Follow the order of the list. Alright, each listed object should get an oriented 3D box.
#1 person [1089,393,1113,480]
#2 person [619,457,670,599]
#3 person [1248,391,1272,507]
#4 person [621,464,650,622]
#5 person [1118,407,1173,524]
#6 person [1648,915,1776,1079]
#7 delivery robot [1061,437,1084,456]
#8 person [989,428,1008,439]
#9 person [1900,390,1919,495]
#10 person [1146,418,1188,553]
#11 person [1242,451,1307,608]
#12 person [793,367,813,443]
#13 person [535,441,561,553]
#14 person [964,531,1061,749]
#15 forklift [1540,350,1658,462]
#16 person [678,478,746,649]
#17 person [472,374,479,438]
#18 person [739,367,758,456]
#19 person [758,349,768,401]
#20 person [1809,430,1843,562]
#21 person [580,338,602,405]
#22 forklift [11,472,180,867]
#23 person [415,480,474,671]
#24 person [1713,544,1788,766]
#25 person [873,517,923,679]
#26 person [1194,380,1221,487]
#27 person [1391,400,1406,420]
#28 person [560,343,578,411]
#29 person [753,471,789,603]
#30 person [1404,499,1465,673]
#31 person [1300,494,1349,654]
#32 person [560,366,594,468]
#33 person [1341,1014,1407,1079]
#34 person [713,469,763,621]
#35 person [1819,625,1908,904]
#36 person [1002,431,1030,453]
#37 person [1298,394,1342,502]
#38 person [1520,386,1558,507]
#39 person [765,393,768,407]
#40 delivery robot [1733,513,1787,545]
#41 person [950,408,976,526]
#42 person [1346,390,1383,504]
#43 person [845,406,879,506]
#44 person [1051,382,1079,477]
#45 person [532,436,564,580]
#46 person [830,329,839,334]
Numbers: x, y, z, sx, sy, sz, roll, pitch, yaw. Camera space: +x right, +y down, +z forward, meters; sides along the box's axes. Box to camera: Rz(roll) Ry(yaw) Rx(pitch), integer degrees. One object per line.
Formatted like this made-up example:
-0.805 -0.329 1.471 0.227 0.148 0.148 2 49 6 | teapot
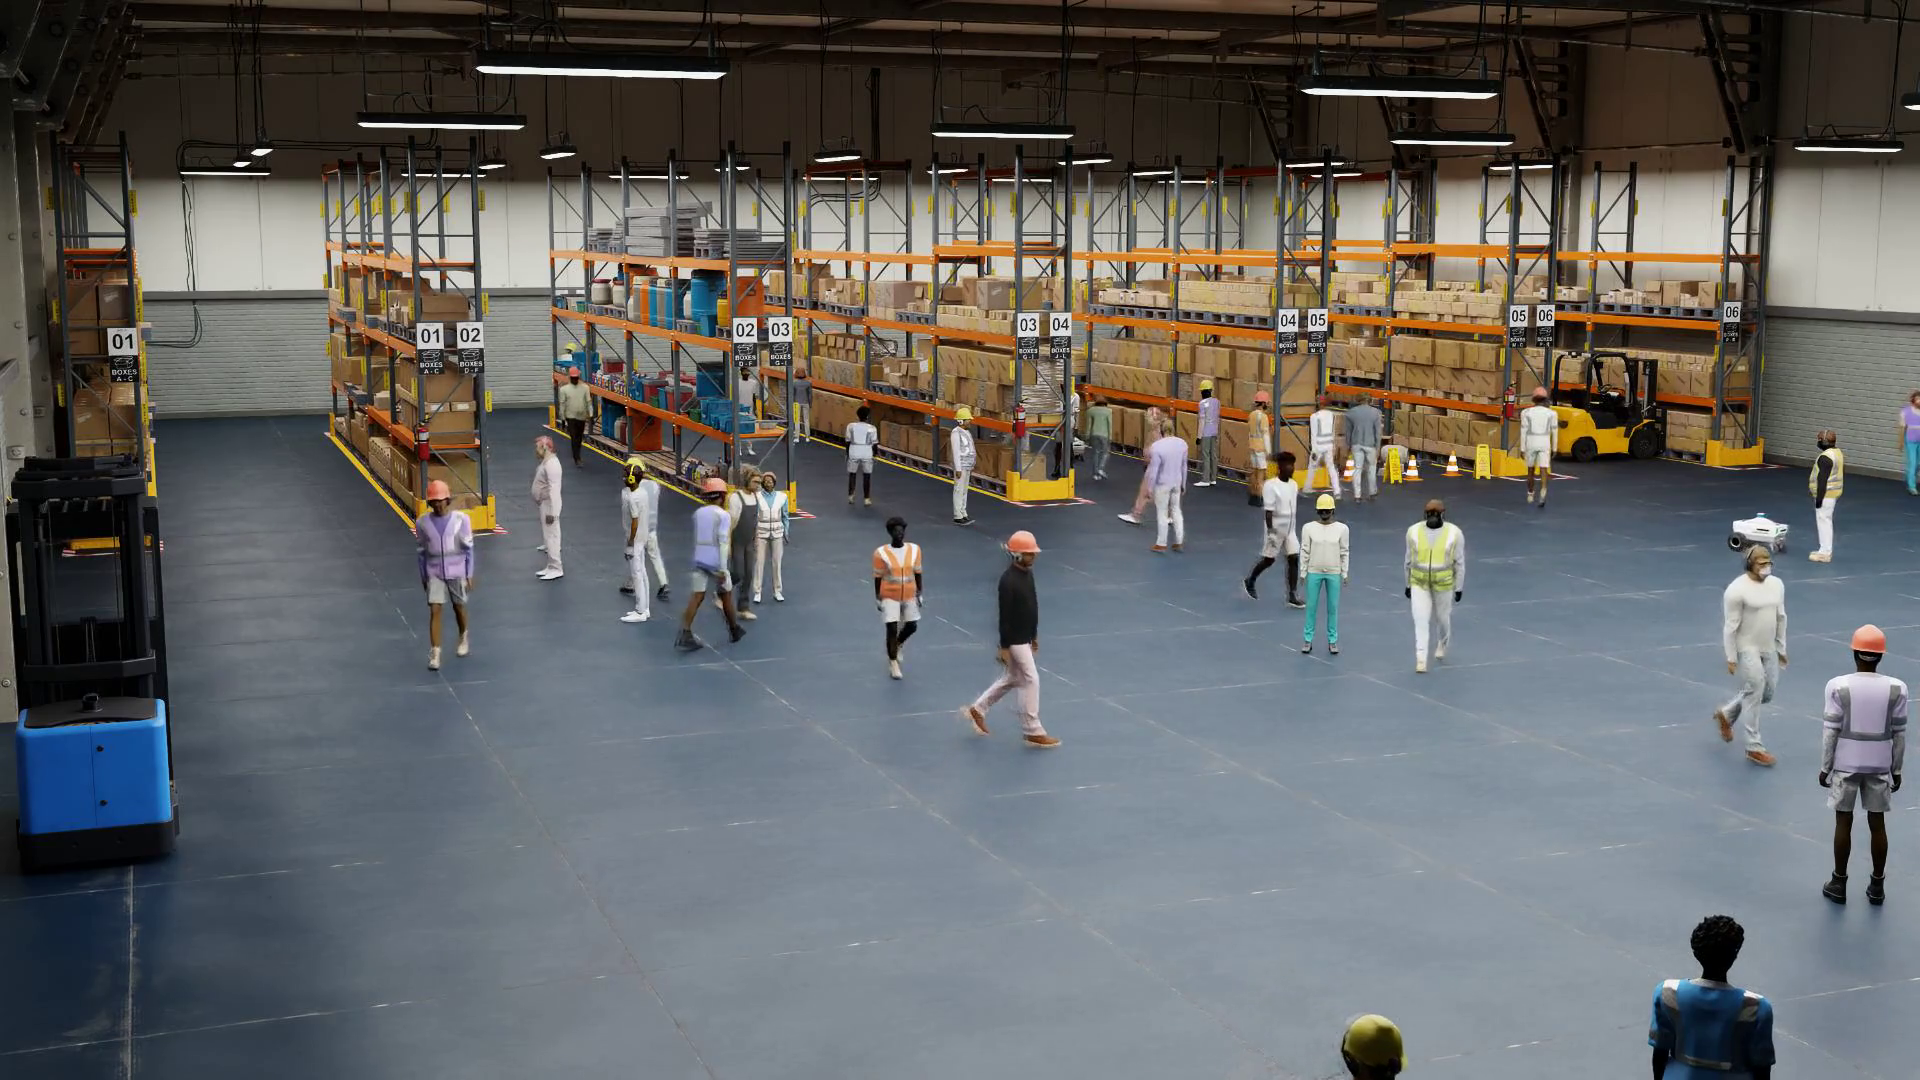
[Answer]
2.598 -1.917 38.676 0.506 1.618 0.336 4 10 27 | person
-3.986 -0.151 26.368 0.590 1.791 0.922 -7 11 -41 | person
5.038 -1.531 35.057 0.368 1.936 0.549 -3 9 -19 | person
-3.865 0.028 24.888 0.328 1.872 0.512 1 9 6 | person
3.024 -1.162 32.864 0.986 1.853 0.656 2 9 12 | person
3.284 2.471 9.174 0.533 1.697 0.319 5 10 30 | person
2.223 -1.903 41.955 0.477 0.478 0.707 -3 9 -18 | delivery robot
0.874 -3.201 46.299 0.652 1.904 0.403 3 9 19 | person
16.713 -1.713 36.619 0.591 1.828 0.527 0 9 -2 | person
2.989 -0.786 30.092 0.643 1.938 0.368 -5 10 -32 | person
3.910 -0.154 25.905 0.608 1.936 0.884 -6 10 -35 | person
-3.444 -2.926 45.366 0.508 1.632 0.272 -3 9 -16 | person
-5.926 -0.641 30.123 0.310 1.636 0.523 -5 10 -31 | person
0.467 0.873 18.973 0.914 1.966 0.621 3 9 20 | person
12.897 -2.725 42.309 2.313 2.155 1.214 -3 9 -21 | forklift
-2.764 0.261 23.319 0.587 1.874 1.021 6 10 34 | person
-10.366 -2.946 44.719 0.392 1.874 0.769 -5 10 -28 | person
-4.384 -2.657 42.797 0.535 1.868 0.309 -4 9 -24 | person
-5.191 -4.528 55.287 0.328 1.865 0.508 2 9 13 | person
12.143 -0.629 29.395 0.430 1.834 0.635 6 10 34 | person
-9.280 -4.126 52.579 1.003 1.877 0.615 3 9 20 | person
-6.630 0.886 15.957 1.129 2.768 1.873 -3 9 -21 | forklift
-5.510 0.332 22.475 0.625 2.000 1.046 -1 9 -4 | person
6.943 0.971 18.421 0.635 1.922 0.756 -4 10 -27 | person
-0.667 0.574 21.838 0.541 1.684 0.509 -3 9 -20 | person
4.449 -1.923 37.698 0.360 1.930 0.587 7 11 38 | person
10.107 -3.423 48.353 0.483 1.737 0.320 8 11 42 | person
-9.584 -3.978 51.786 0.611 1.803 0.684 5 10 29 | person
-2.383 -0.043 26.126 0.517 1.639 0.313 -2 9 -15 | person
5.044 0.451 22.266 0.632 1.818 0.837 3 9 19 | person
3.996 0.367 22.970 0.531 1.767 0.328 1 9 8 | person
-7.524 -2.431 41.003 0.605 1.958 0.996 -5 10 -29 | person
1.445 2.613 8.160 0.550 1.724 0.812 -6 11 -36 | person
-2.644 0.045 24.969 0.557 1.811 0.600 6 11 36 | person
6.254 1.546 14.542 0.551 1.934 0.372 1 9 10 | person
1.176 -2.557 42.169 0.582 1.863 0.800 -6 10 -35 | person
6.195 -1.577 35.744 0.583 1.830 1.064 -4 10 -27 | person
9.709 -1.568 35.105 0.619 2.013 0.951 1 9 9 | person
-4.422 -3.935 51.542 0.932 1.795 0.658 -5 10 -32 | person
11.552 -0.145 30.236 0.477 0.478 0.707 -8 12 -43 | delivery robot
0.056 -1.159 32.928 0.403 1.833 0.586 3 9 17 | person
6.895 -1.600 35.621 0.645 1.901 0.879 4 9 24 | person
-1.643 -1.402 35.016 0.575 1.689 0.356 1 9 7 | person
1.955 -2.142 39.135 0.542 1.938 0.357 3 9 16 | person
-5.493 -0.437 27.882 0.405 1.909 0.646 -2 9 -11 | person
-3.290 -4.488 54.585 0.622 1.992 0.397 7 11 40 | person
